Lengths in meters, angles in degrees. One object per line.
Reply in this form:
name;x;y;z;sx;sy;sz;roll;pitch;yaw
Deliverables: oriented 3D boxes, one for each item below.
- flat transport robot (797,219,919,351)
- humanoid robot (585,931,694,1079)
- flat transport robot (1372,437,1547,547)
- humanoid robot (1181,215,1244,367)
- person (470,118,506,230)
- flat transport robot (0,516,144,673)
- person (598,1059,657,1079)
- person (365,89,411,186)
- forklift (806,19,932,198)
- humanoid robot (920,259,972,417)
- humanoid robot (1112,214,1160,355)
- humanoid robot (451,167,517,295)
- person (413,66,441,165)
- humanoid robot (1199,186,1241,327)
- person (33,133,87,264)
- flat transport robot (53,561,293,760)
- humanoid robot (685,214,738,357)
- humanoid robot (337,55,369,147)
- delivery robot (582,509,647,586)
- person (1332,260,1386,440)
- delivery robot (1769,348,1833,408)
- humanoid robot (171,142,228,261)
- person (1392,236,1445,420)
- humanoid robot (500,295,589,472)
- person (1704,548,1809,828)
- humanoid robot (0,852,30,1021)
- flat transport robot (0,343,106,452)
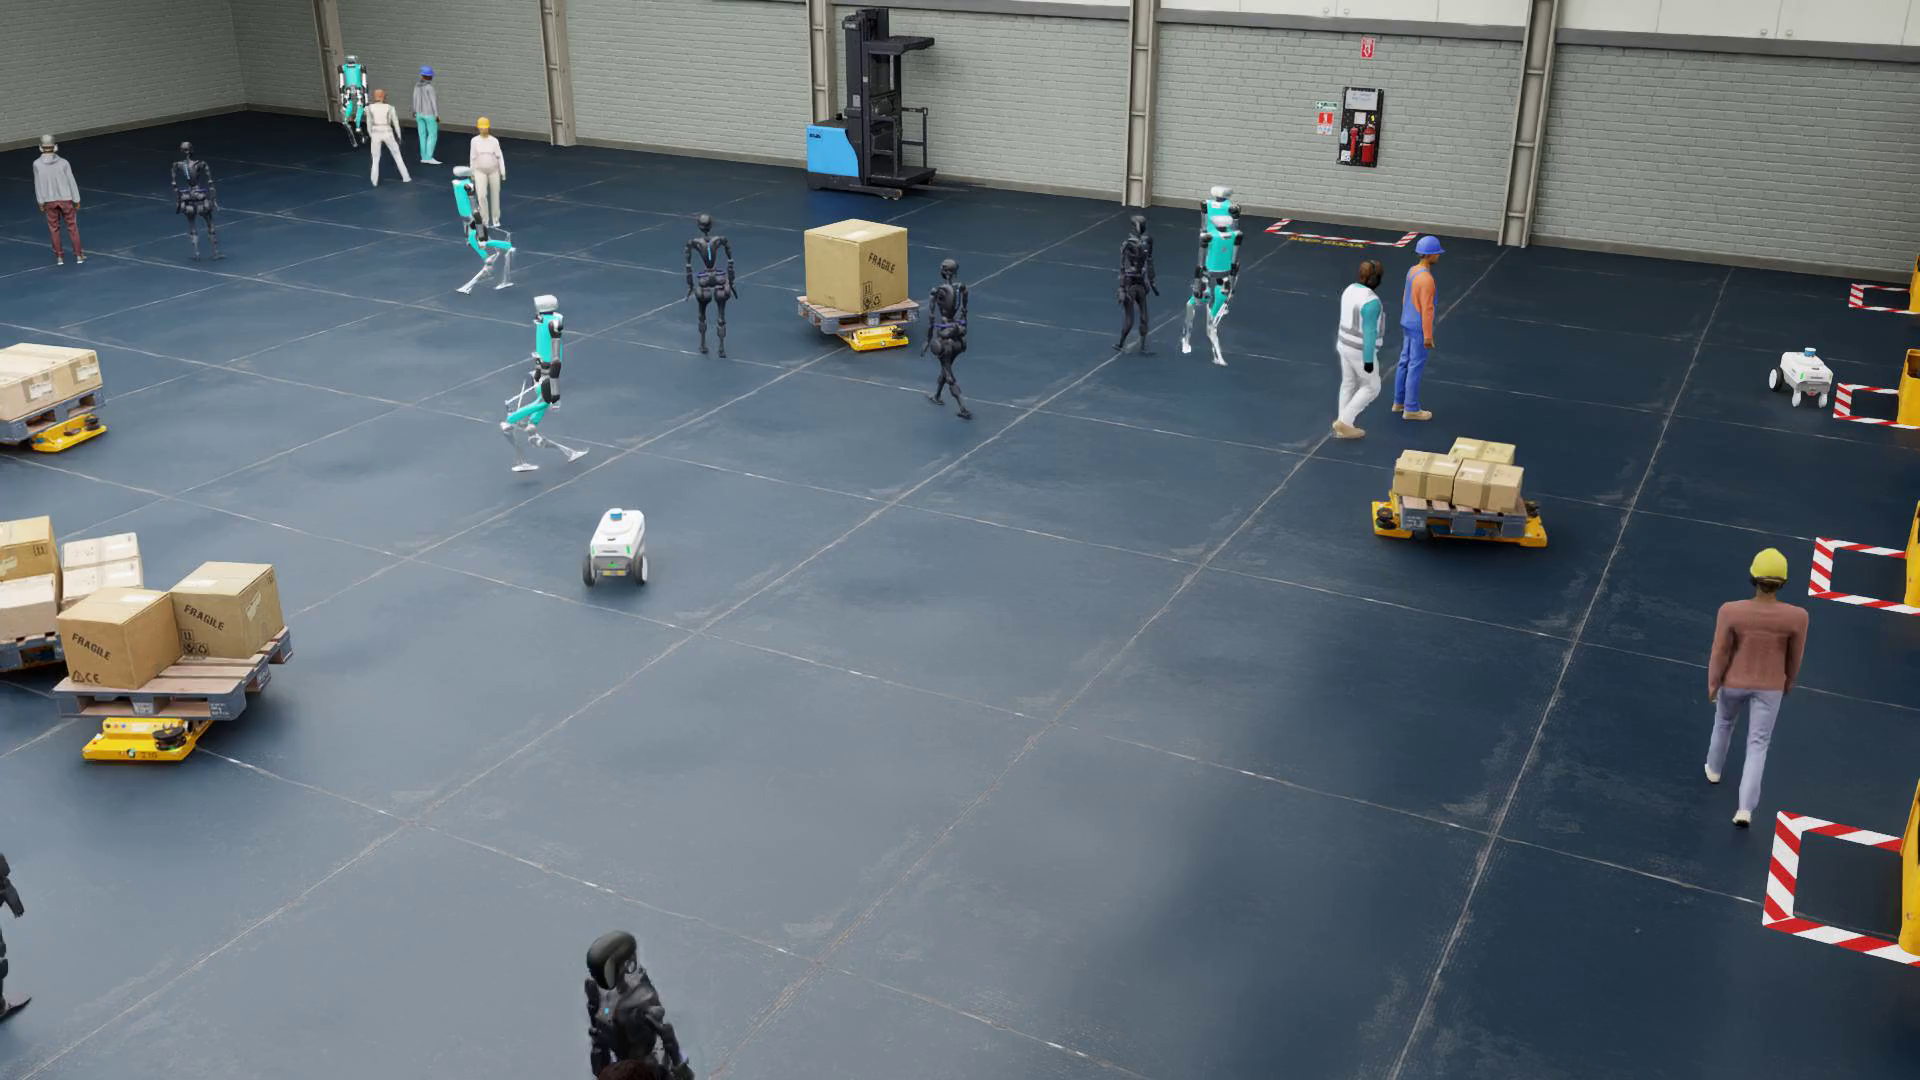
flat transport robot;-1.230;-2.595;20.204;0.659;0.231;1.431;-11;25;-23
humanoid robot;-1.272;2.334;7.017;0.619;1.634;0.732;16;28;33
flat transport robot;4.370;-0.188;14.600;1.431;0.231;0.659;4;24;10
humanoid robot;2.823;-2.925;19.182;0.530;1.777;0.987;-8;24;-18
person;-7.191;-5.574;25.340;0.519;1.671;0.638;-6;24;-14
flat transport robot;-6.667;0.736;12.450;1.431;0.231;0.659;-11;26;-24
person;-1.176;2.640;5.931;0.394;1.916;0.588;-2;23;-6
person;-9.875;-6.936;28.623;0.638;1.611;0.442;-6;24;-14
forklift;-1.573;-7.292;27.850;1.873;2.768;1.129;12;26;25
humanoid robot;-0.140;-2.122;17.389;0.586;1.633;0.796;-21;31;-40
humanoid robot;2.048;-2.954;19.255;0.599;1.644;0.466;-20;30;-38
humanoid robot;-6.180;-4.010;21.650;1.031;1.739;0.550;-18;29;-36
person;-9.734;-7.741;30.307;0.665;1.755;0.387;13;26;27
humanoid robot;3.248;-3.478;20.406;0.543;1.765;0.922;18;29;36
person;-12.665;-4.787;23.362;0.548;1.806;0.380;-9;25;-20
flat transport robot;-5.428;1.101;11.599;0.659;0.231;1.431;1;23;2
humanoid robot;-2.885;-2.971;19.294;0.590;1.643;0.535;-6;24;-14
humanoid robot;-11.511;-8.284;31.564;0.542;1.717;0.976;-3;23;-6
delivery robot;-2.818;0.043;13.708;0.499;0.601;0.802;0;23;-1
person;3.971;-1.866;16.524;0.432;1.831;0.659;-5;24;-10
delivery robot;9.112;-1.774;17.954;0.499;0.614;0.791;4;23;8
humanoid robot;-10.815;-4.789;23.540;0.634;1.640;0.379;-3;23;-6
person;4.745;-2.198;17.203;0.352;1.909;0.530;-4;24;-9
humanoid robot;-4.013;-1.397;15.570;1.007;1.737;0.538;-12;26;-27
person;4.872;0.889;10.239;0.516;1.730;0.868;10;25;22
humanoid robot;-5.051;1.723;8.357;0.598;1.645;0.415;6;24;14
flat transport robot;-9.461;-1.139;16.815;1.431;0.231;0.659;7;24;15
